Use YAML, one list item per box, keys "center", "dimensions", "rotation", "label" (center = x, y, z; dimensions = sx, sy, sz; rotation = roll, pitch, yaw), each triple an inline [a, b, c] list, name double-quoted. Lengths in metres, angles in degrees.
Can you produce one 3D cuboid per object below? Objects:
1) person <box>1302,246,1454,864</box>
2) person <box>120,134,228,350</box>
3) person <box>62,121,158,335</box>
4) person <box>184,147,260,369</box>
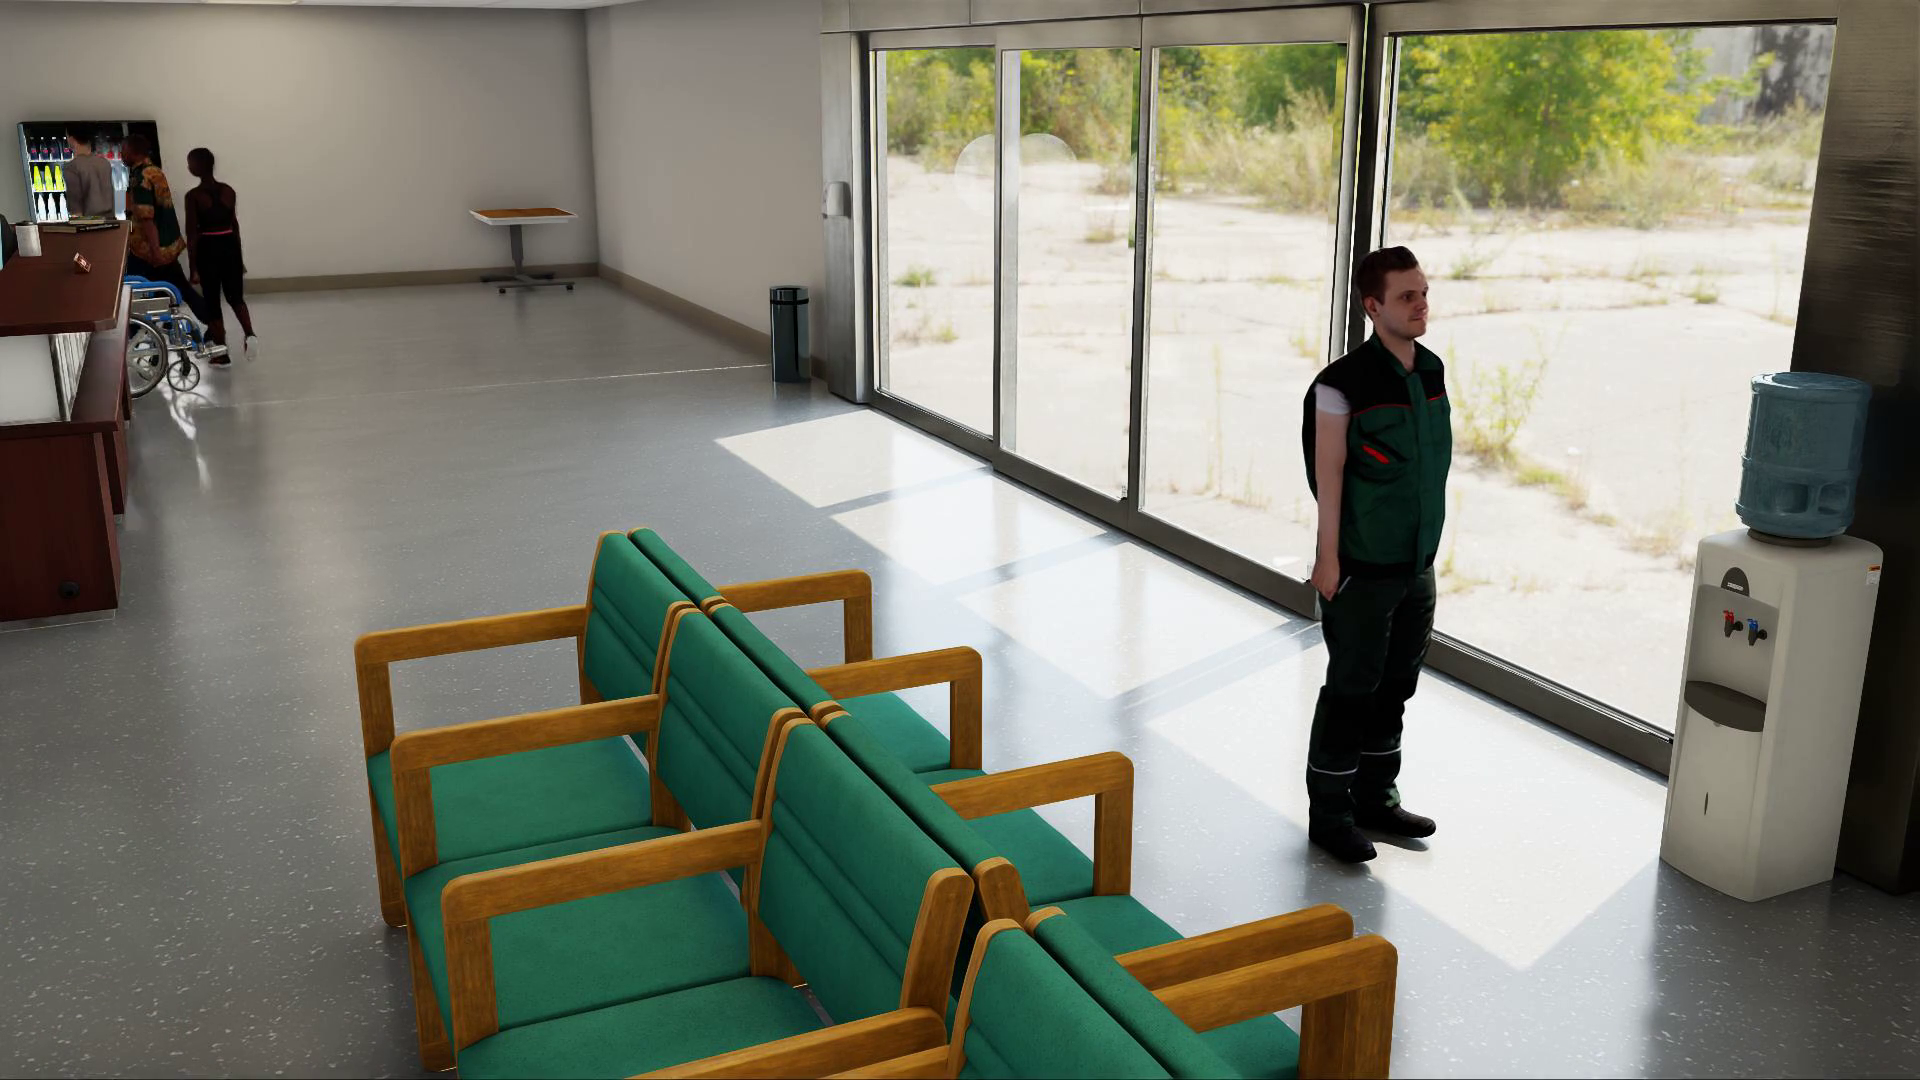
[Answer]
- center: [1.258, 0.043, 4.975]
  dimensions: [0.608, 1.843, 0.759]
  rotation: [-12, 20, -37]
  label: "person"
- center: [-6.619, -2.445, 13.882]
  dimensions: [1.320, 1.760, 0.983]
  rotation: [-1, 16, -5]
  label: "person"
- center: [-7.586, -2.730, 14.756]
  dimensions: [1.184, 1.875, 1.185]
  rotation: [7, 17, 25]
  label: "person"
- center: [-5.815, -2.179, 13.061]
  dimensions: [0.924, 1.734, 0.888]
  rotation: [-13, 20, -39]
  label: "person"
